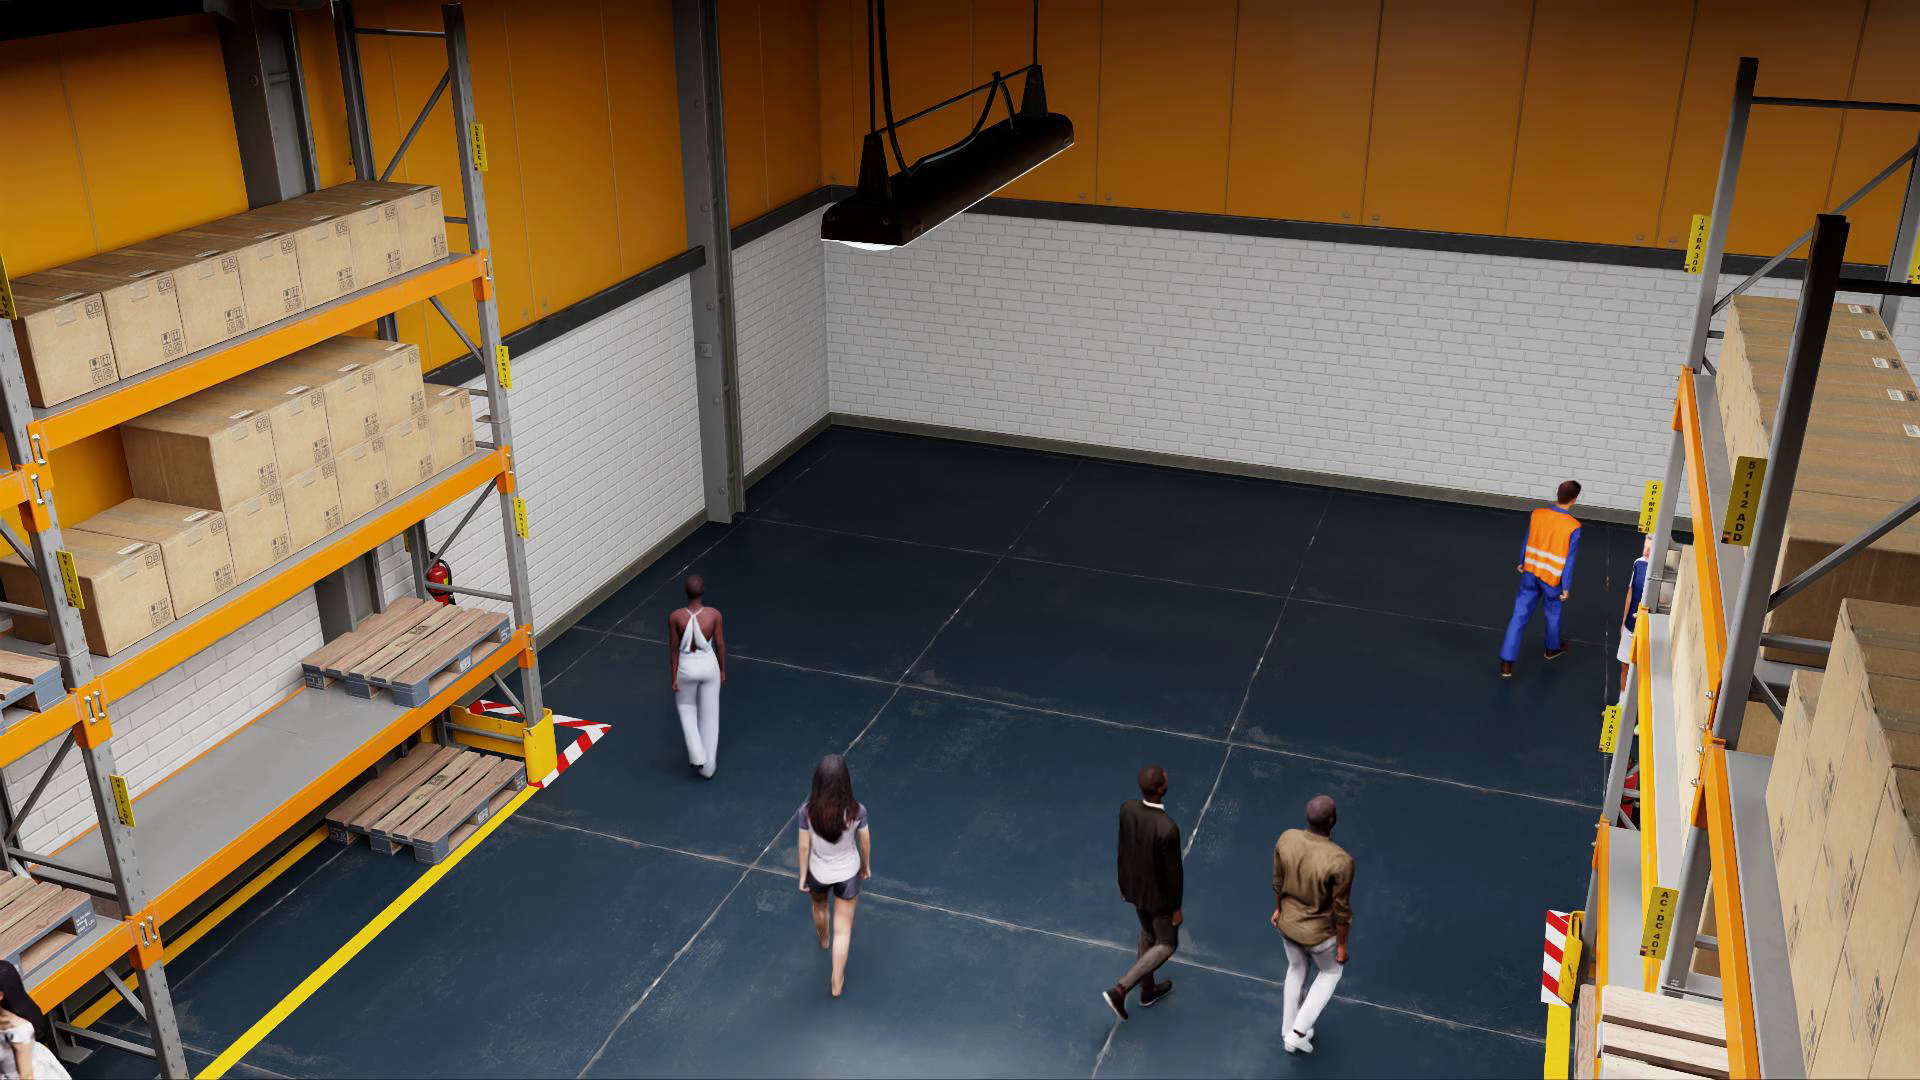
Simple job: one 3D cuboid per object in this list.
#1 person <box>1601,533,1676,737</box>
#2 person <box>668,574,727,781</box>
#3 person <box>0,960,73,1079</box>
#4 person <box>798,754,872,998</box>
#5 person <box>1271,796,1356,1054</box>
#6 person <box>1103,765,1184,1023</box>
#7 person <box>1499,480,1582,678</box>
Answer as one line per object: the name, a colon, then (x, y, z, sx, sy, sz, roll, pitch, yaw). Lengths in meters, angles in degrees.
person: (5.752, 0.747, 13.921, 0.761, 1.834, 0.703, -11, 26, -23)
person: (-2.060, 1.129, 13.126, 0.738, 1.772, 0.792, -5, 24, -11)
person: (-4.944, 2.981, 8.893, 0.816, 1.769, 0.782, -16, 28, -32)
person: (-0.825, 2.207, 10.776, 0.837, 1.679, 1.040, -1, 24, -2)
person: (2.091, 2.409, 10.146, 0.834, 1.813, 0.849, -22, 32, -40)
person: (1.139, 2.268, 10.507, 1.065, 1.782, 0.962, -15, 28, -30)
person: (5.149, 0.386, 14.777, 1.123, 1.810, 1.371, 21, 31, 39)
